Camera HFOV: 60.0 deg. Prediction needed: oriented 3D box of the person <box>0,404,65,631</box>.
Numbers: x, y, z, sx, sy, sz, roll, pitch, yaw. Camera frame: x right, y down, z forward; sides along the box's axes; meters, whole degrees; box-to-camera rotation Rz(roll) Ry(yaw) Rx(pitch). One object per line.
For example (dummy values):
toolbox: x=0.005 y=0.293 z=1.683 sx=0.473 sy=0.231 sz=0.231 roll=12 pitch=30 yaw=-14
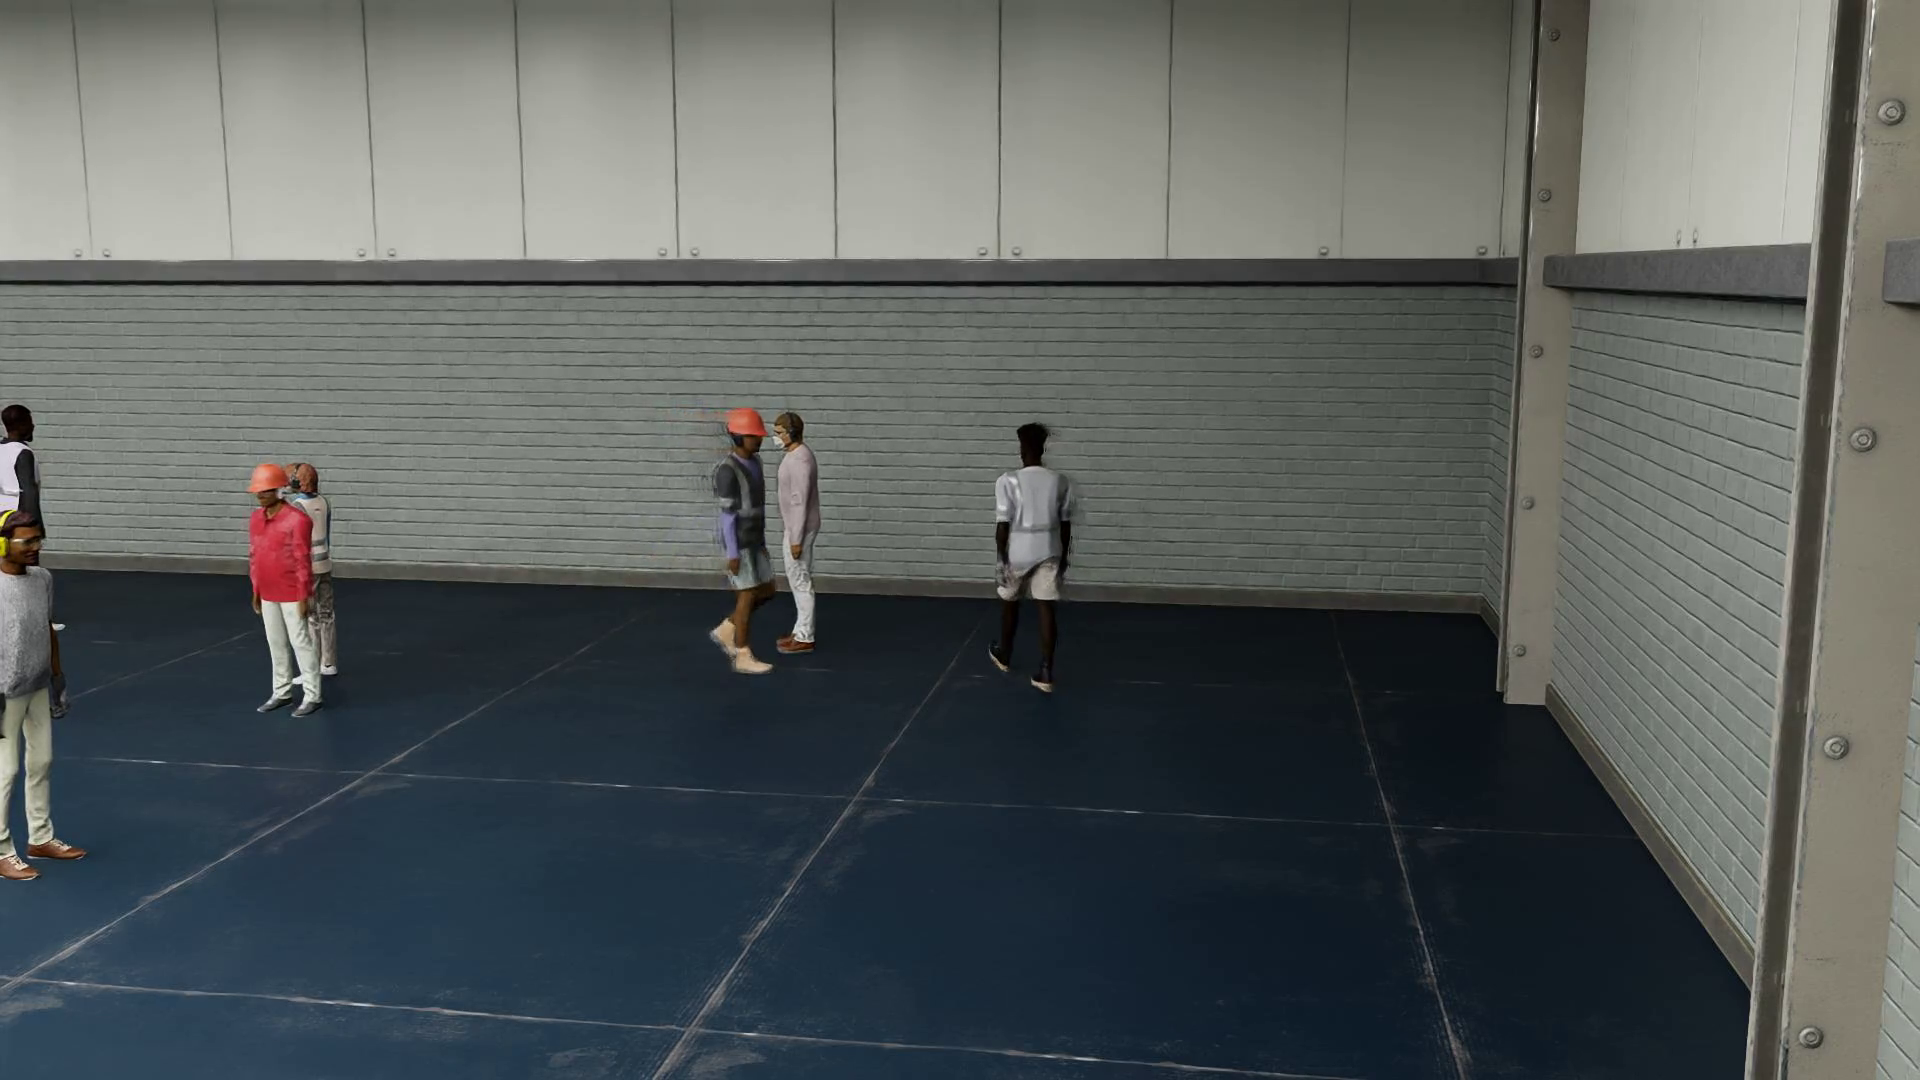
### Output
person: x=-7.885 y=-0.174 z=13.947 sx=0.588 sy=1.920 sz=0.398 roll=7 pitch=12 yaw=38

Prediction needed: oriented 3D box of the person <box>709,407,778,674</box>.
person: x=-1.631 y=0.006 z=12.506 sx=0.493 sy=2.023 sz=0.627 roll=3 pitch=10 yaw=17

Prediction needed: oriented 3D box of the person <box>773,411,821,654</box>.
person: x=-1.290 y=-0.060 z=13.218 sx=0.373 sy=1.930 sz=0.637 roll=-1 pitch=9 yaw=-7

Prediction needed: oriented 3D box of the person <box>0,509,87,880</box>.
person: x=-4.702 y=0.765 z=8.351 sx=0.327 sy=1.861 sz=0.507 roll=2 pitch=9 yaw=14

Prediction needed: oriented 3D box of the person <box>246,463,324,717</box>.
person: x=-4.637 y=0.340 z=11.325 sx=0.560 sy=1.742 sz=0.361 roll=5 pitch=10 yaw=28

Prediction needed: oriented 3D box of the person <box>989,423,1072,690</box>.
person: x=0.506 y=0.092 z=12.286 sx=0.636 sy=1.915 sz=0.976 roll=-3 pitch=10 yaw=-16

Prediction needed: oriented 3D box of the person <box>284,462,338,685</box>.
person: x=-4.785 y=0.243 z=12.229 sx=0.307 sy=1.641 sz=0.512 roll=2 pitch=9 yaw=10
